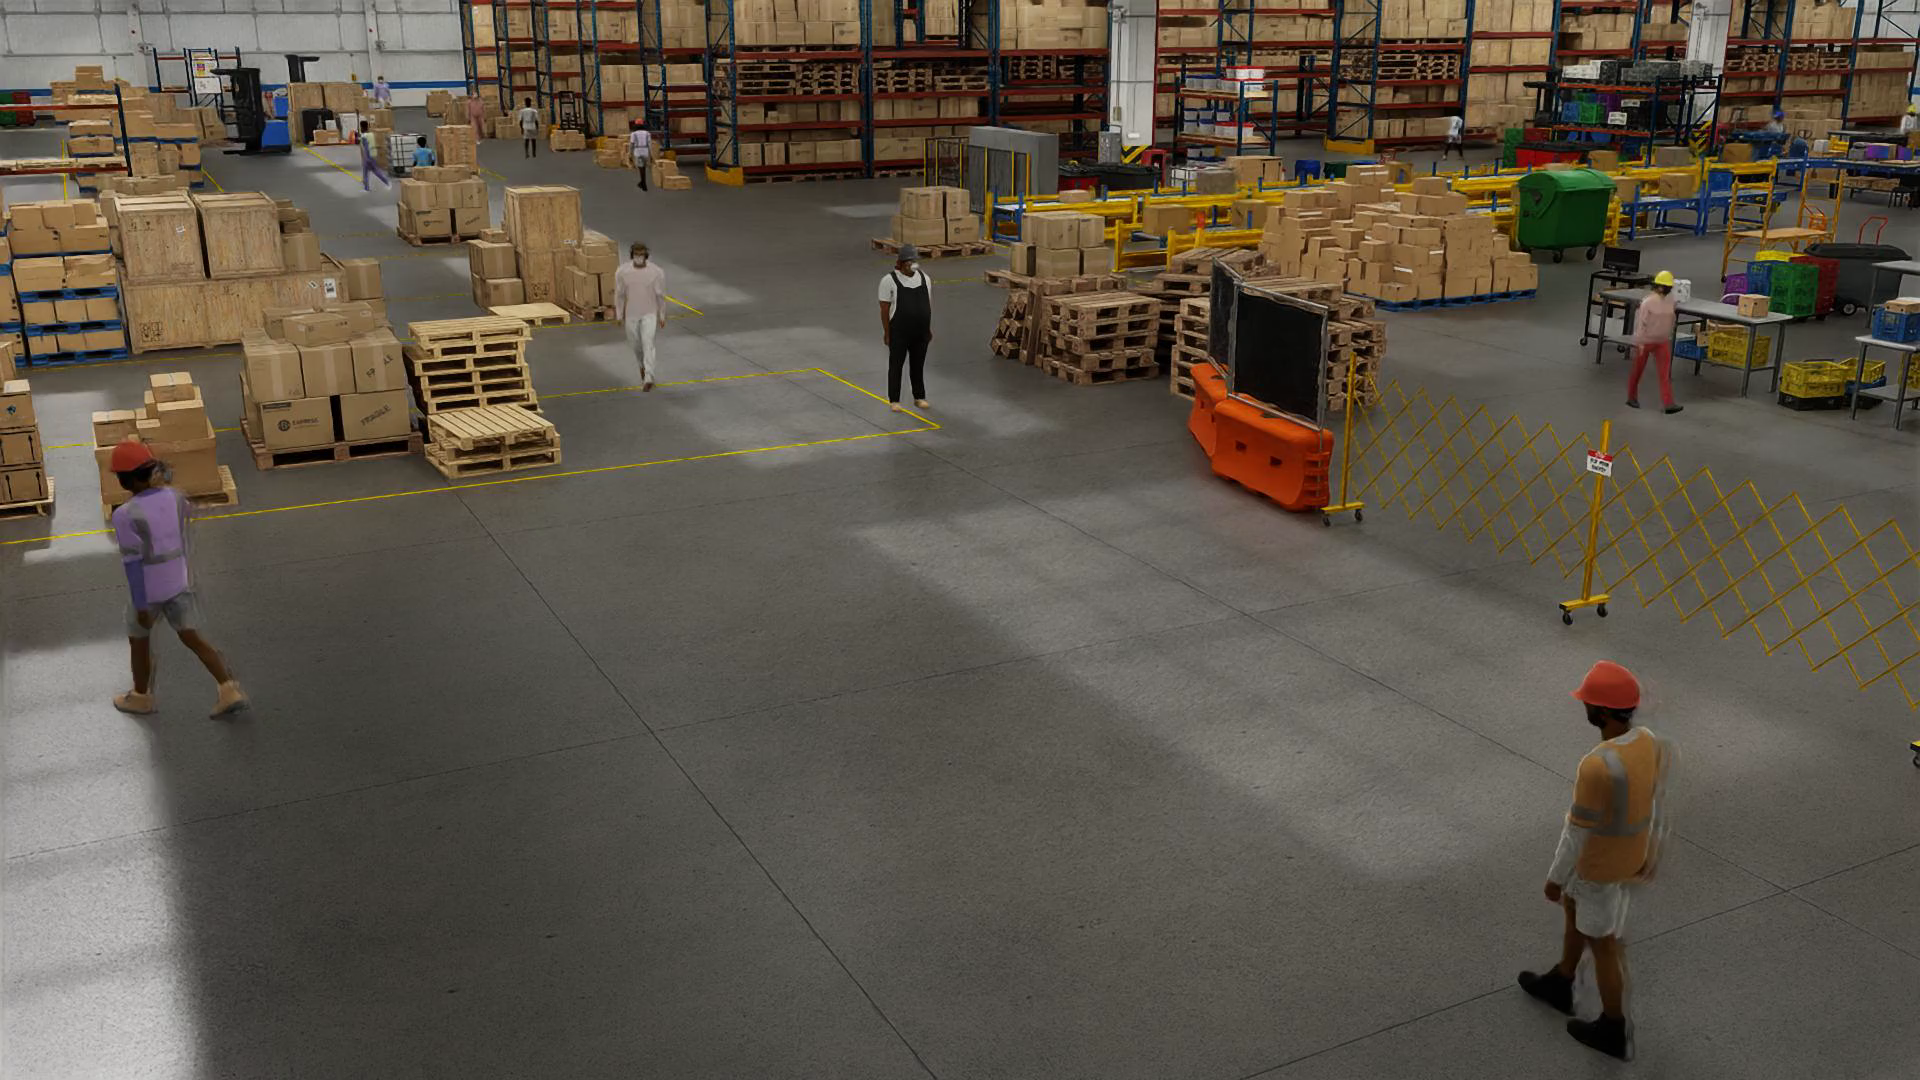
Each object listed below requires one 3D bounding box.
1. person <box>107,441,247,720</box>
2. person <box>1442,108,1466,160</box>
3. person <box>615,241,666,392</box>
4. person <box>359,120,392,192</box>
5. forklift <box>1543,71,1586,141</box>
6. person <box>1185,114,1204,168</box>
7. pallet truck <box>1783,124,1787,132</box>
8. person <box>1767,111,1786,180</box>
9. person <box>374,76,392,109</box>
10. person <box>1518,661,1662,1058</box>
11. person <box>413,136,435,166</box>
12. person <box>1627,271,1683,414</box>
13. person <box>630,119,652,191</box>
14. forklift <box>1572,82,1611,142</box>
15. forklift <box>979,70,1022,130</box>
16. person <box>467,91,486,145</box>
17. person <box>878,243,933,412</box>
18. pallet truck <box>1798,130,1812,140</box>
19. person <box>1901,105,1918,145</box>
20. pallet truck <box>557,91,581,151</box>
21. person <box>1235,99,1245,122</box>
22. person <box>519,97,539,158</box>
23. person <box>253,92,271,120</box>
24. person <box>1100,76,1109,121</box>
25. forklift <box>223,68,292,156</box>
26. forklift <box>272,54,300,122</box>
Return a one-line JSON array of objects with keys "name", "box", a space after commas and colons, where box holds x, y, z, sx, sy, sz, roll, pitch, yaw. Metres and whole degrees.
[{"name": "person", "box": [-5.438, 0.296, 11.343, 1.014, 2.006, 0.608, 6, 19, 18]}, {"name": "person", "box": [15.927, -13.042, 53.469, 0.867, 1.652, 0.536, -9, 20, -25]}, {"name": "person", "box": [-4.104, -2.927, 21.523, 0.634, 1.916, 0.802, 0, 18, -1]}, {"name": "person", "box": [-15.623, -10.179, 44.169, 0.805, 1.894, 0.598, 2, 18, 7]}, {"name": "forklift", "box": [18.685, -13.231, 52.085, 1.873, 2.768, 1.129, -9, 20, -26]}, {"name": "person", "box": [7.100, -12.018, 50.267, 0.860, 1.649, 0.546, -7, 19, -21]}, {"name": "pallet truck", "box": [25.206, -12.542, 52.601, 1.601, 1.201, 0.680, 0, 18, -2]}, {"name": "person", "box": [23.339, -11.258, 47.475, 0.628, 1.910, 0.848, -12, 22, -34]}, {"name": "person", "box": [-25.092, -19.179, 72.218, 0.634, 1.904, 0.988, -14, 23, -38]}, {"name": "person", "box": [2.931, 1.458, 7.851, 0.578, 1.907, 0.800, -15, 23, -39]}, {"name": "person", "box": [-13.326, -9.213, 41.473, 0.552, 1.677, 0.565, -2, 18, -5]}, {"name": "person", "box": [8.449, -2.386, 20.123, 0.548, 1.716, 0.911, -4, 18, -12]}, {"name": "person", "box": [-8.609, -10.385, 44.820, 0.563, 1.885, 0.987, -9, 20, -25]}, {"name": "forklift", "box": [20.762, -14.301, 55.418, 1.873, 2.768, 1.129, -9, 20, -26]}, {"name": "forklift", "box": [0.981, -13.608, 53.259, 1.873, 2.768, 1.129, -9, 20, -26]}, {"name": "person", "box": [-17.313, -15.125, 59.577, 0.642, 1.895, 0.631, -9, 20, -25]}, {"name": "person", "box": [-0.612, -2.577, 20.223, 0.688, 2.000, 0.539, -9, 20, -27]}, {"name": "pallet truck", "box": [25.526, -11.556, 49.408, 1.630, 1.274, 0.653, -9, 20, -26]}, {"name": "person", "box": [29.792, -12.735, 52.248, 0.614, 1.813, 0.432, -8, 19, -24]}, {"name": "pallet truck", "box": [-13.495, -14.412, 57.188, 0.823, 1.965, 1.885, -3, 18, -9]}, {"name": "person", "box": [11.275, -17.408, 66.682, 0.410, 1.905, 0.641, -7, 19, -21]}, {"name": "person", "box": [-14.036, -13.434, 54.204, 0.603, 1.951, 0.640, -1, 18, -4]}, {"name": "person", "box": [-25.449, -15.453, 60.546, 0.641, 1.937, 1.057, -3, 18, -8]}, {"name": "person", "box": [6.417, -19.167, 72.011, 0.976, 2.004, 0.614, -10, 20, -27]}, {"name": "forklift", "box": [-23.456, -14.228, 55.191, 1.129, 2.768, 1.873, 14, 22, 37]}, {"name": "forklift", "box": [-28.211, -19.167, 70.589, 1.873, 2.768, 1.129, -9, 20, -26]}]
